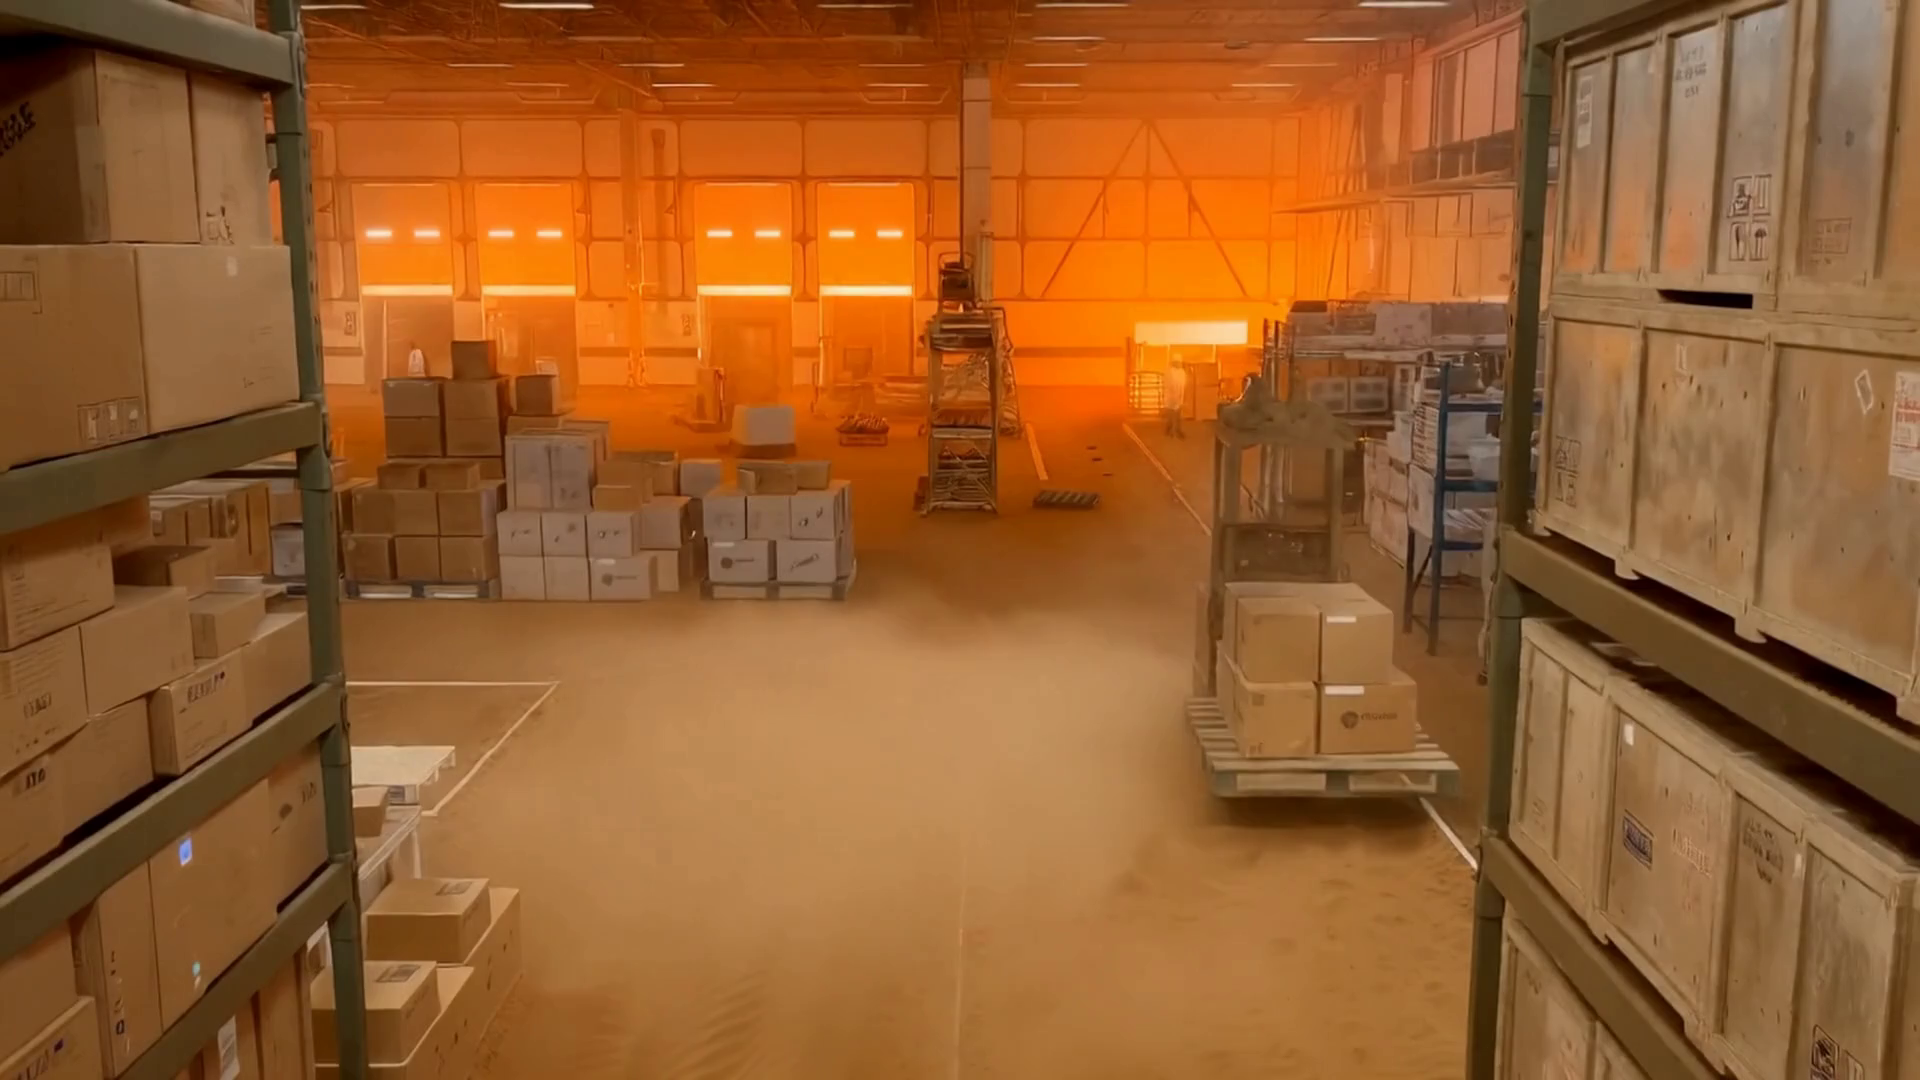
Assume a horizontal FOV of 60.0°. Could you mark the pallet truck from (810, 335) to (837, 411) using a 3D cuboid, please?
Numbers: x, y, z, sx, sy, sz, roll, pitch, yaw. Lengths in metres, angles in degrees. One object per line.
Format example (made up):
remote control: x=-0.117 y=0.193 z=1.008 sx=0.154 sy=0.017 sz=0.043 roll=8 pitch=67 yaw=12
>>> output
pallet truck: x=-3.021 y=-4.312 z=43.126 sx=1.885 sy=1.965 sz=0.823 roll=3 pitch=10 yaw=17

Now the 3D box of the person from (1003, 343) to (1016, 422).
person: x=1.196 y=-3.851 z=40.635 sx=0.372 sy=1.939 sz=0.629 roll=0 pitch=10 yaw=2

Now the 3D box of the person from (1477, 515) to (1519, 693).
person: x=5.132 y=0.463 z=15.760 sx=0.372 sy=1.935 sz=0.629 roll=0 pitch=10 yaw=2

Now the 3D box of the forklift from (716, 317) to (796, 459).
forklift: x=-4.139 y=-3.115 z=33.674 sx=1.129 sy=2.768 sz=1.873 roll=-5 pitch=11 yaw=-26

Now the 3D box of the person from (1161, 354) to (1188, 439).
person: x=4.811 y=-3.199 z=37.014 sx=0.566 sy=1.882 sz=1.011 roll=-4 pitch=11 yaw=-22

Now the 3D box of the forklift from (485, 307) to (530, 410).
forklift: x=-10.754 y=-4.150 z=39.646 sx=1.129 sy=2.768 sz=1.873 roll=0 pitch=10 yaw=1

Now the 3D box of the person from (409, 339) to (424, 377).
person: x=-14.351 y=-4.355 z=43.750 sx=0.675 sy=1.860 sz=0.604 roll=3 pitch=10 yaw=17

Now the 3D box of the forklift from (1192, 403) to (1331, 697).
forklift: x=2.697 y=0.199 z=14.557 sx=1.129 sy=2.768 sz=1.873 roll=0 pitch=10 yaw=1
